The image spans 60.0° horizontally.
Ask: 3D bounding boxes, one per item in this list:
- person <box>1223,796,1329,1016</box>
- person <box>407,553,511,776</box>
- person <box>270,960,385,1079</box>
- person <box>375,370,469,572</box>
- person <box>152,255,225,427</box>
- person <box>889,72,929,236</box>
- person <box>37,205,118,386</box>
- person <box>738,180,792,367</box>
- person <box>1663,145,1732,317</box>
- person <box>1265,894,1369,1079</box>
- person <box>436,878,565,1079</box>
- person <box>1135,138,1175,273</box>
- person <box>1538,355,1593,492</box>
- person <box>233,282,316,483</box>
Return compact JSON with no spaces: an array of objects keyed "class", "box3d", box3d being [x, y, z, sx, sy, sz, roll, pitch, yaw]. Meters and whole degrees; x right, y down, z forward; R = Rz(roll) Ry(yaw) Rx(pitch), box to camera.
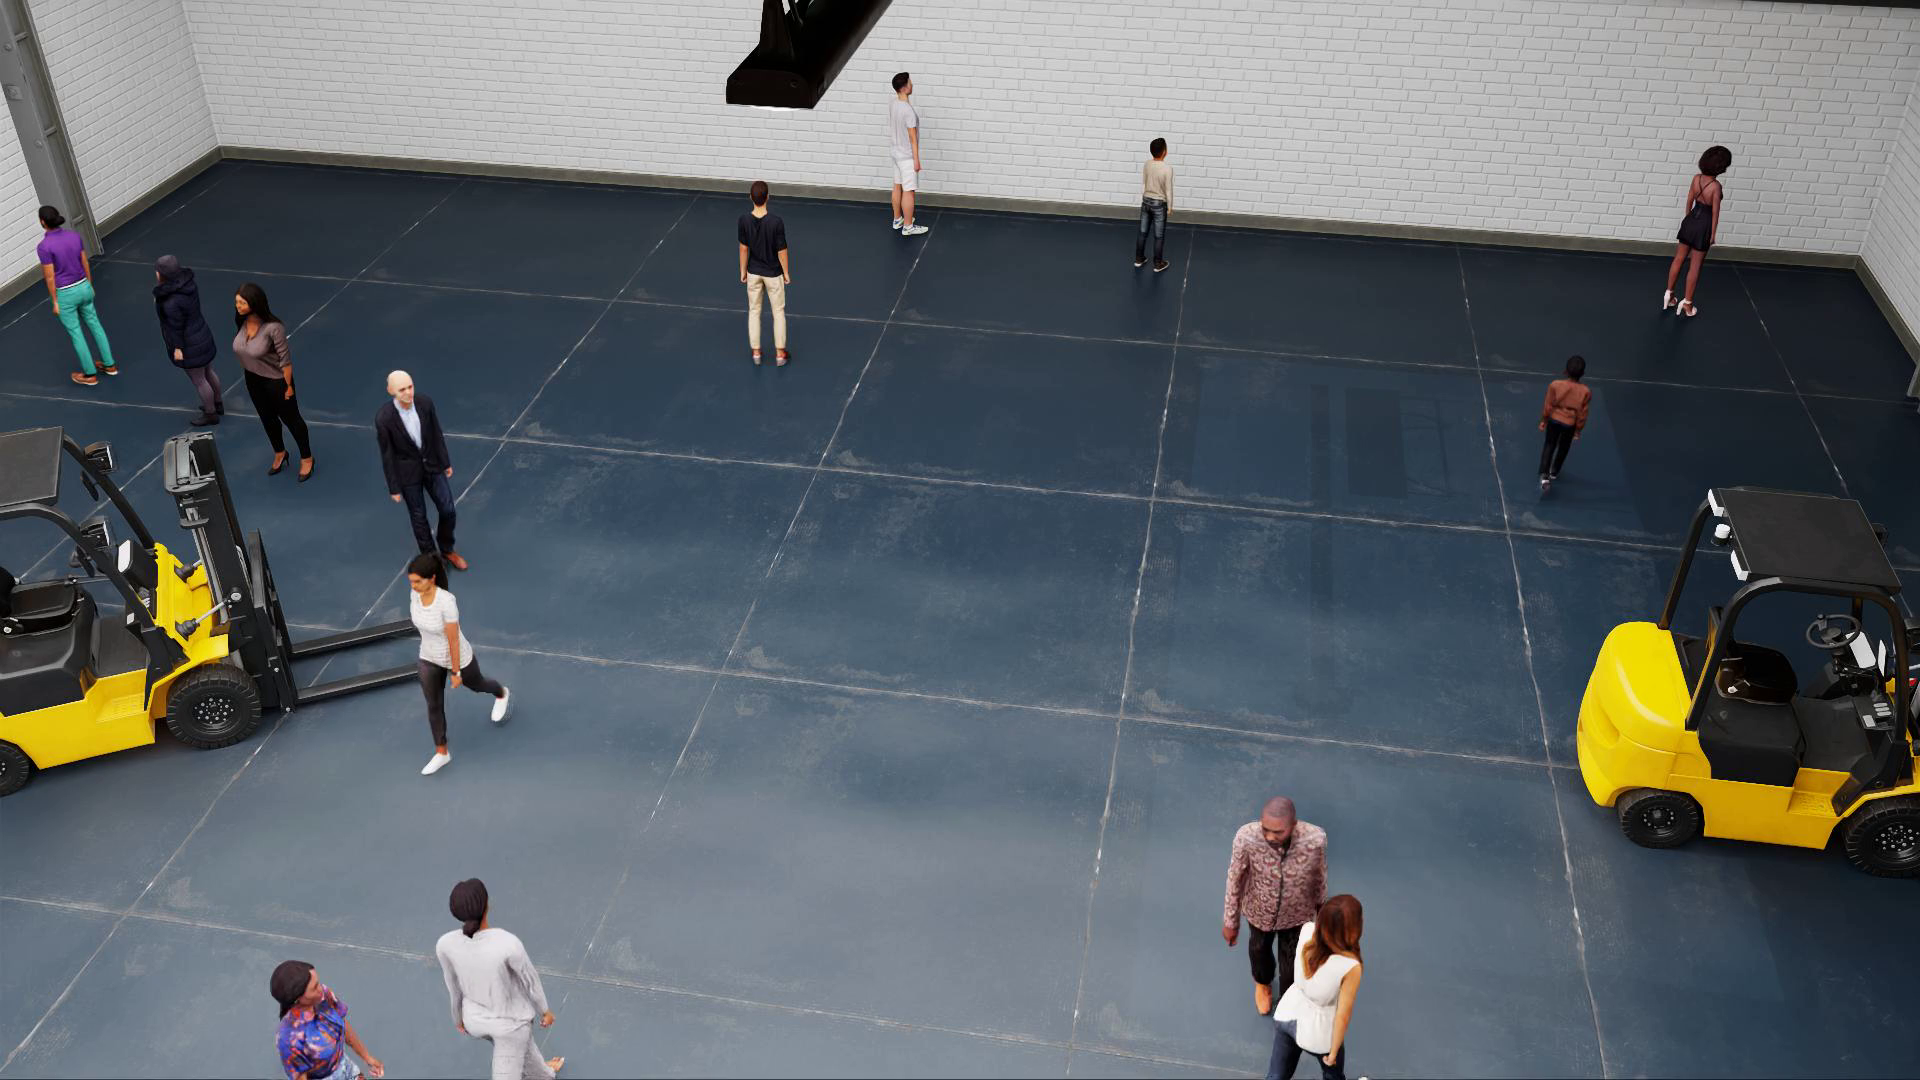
[{"class":"person","box3d":[1.807,2.008,9.334,0.702,1.764,0.736,0,34,0]},{"class":"person","box3d":[-3.434,0.758,11.356,0.792,1.608,1.189,15,36,21]},{"class":"person","box3d":[-3.217,2.721,8.297,0.689,1.725,0.696,6,34,9]},{"class":"person","box3d":[-4.331,-0.578,13.199,0.829,1.793,0.900,-24,41,-32]},{"class":"person","box3d":[-7.037,-1.836,15.199,0.784,1.674,0.658,-1,34,-2]},{"class":"person","box3d":[-0.632,-4.393,18.883,0.826,1.855,0.738,-17,37,-24]},{"class":"person","box3d":[-8.472,-2.353,15.891,0.729,1.769,0.570,13,36,19]},{"class":"person","box3d":[-1.894,-2.591,16.174,0.628,1.852,0.536,5,34,7]},{"class":"person","box3d":[7.585,-3.178,17.116,0.727,1.787,0.648,-15,36,-21]},{"class":"person","box3d":[1.725,2.541,8.544,1.104,1.751,1.006,-26,41,-33]},{"class":"person","box3d":[-2.419,2.539,8.597,0.723,1.696,1.163,9,35,14]},{"class":"person","box3d":[2.119,-3.659,18.136,0.609,1.459,0.620,23,40,30]},{"class":"person","box3d":[5.174,-0.991,14.323,0.658,1.236,0.891,14,36,20]},{"class":"person","box3d":[-5.938,-1.368,14.344,0.688,1.842,0.658,12,36,18]}]
